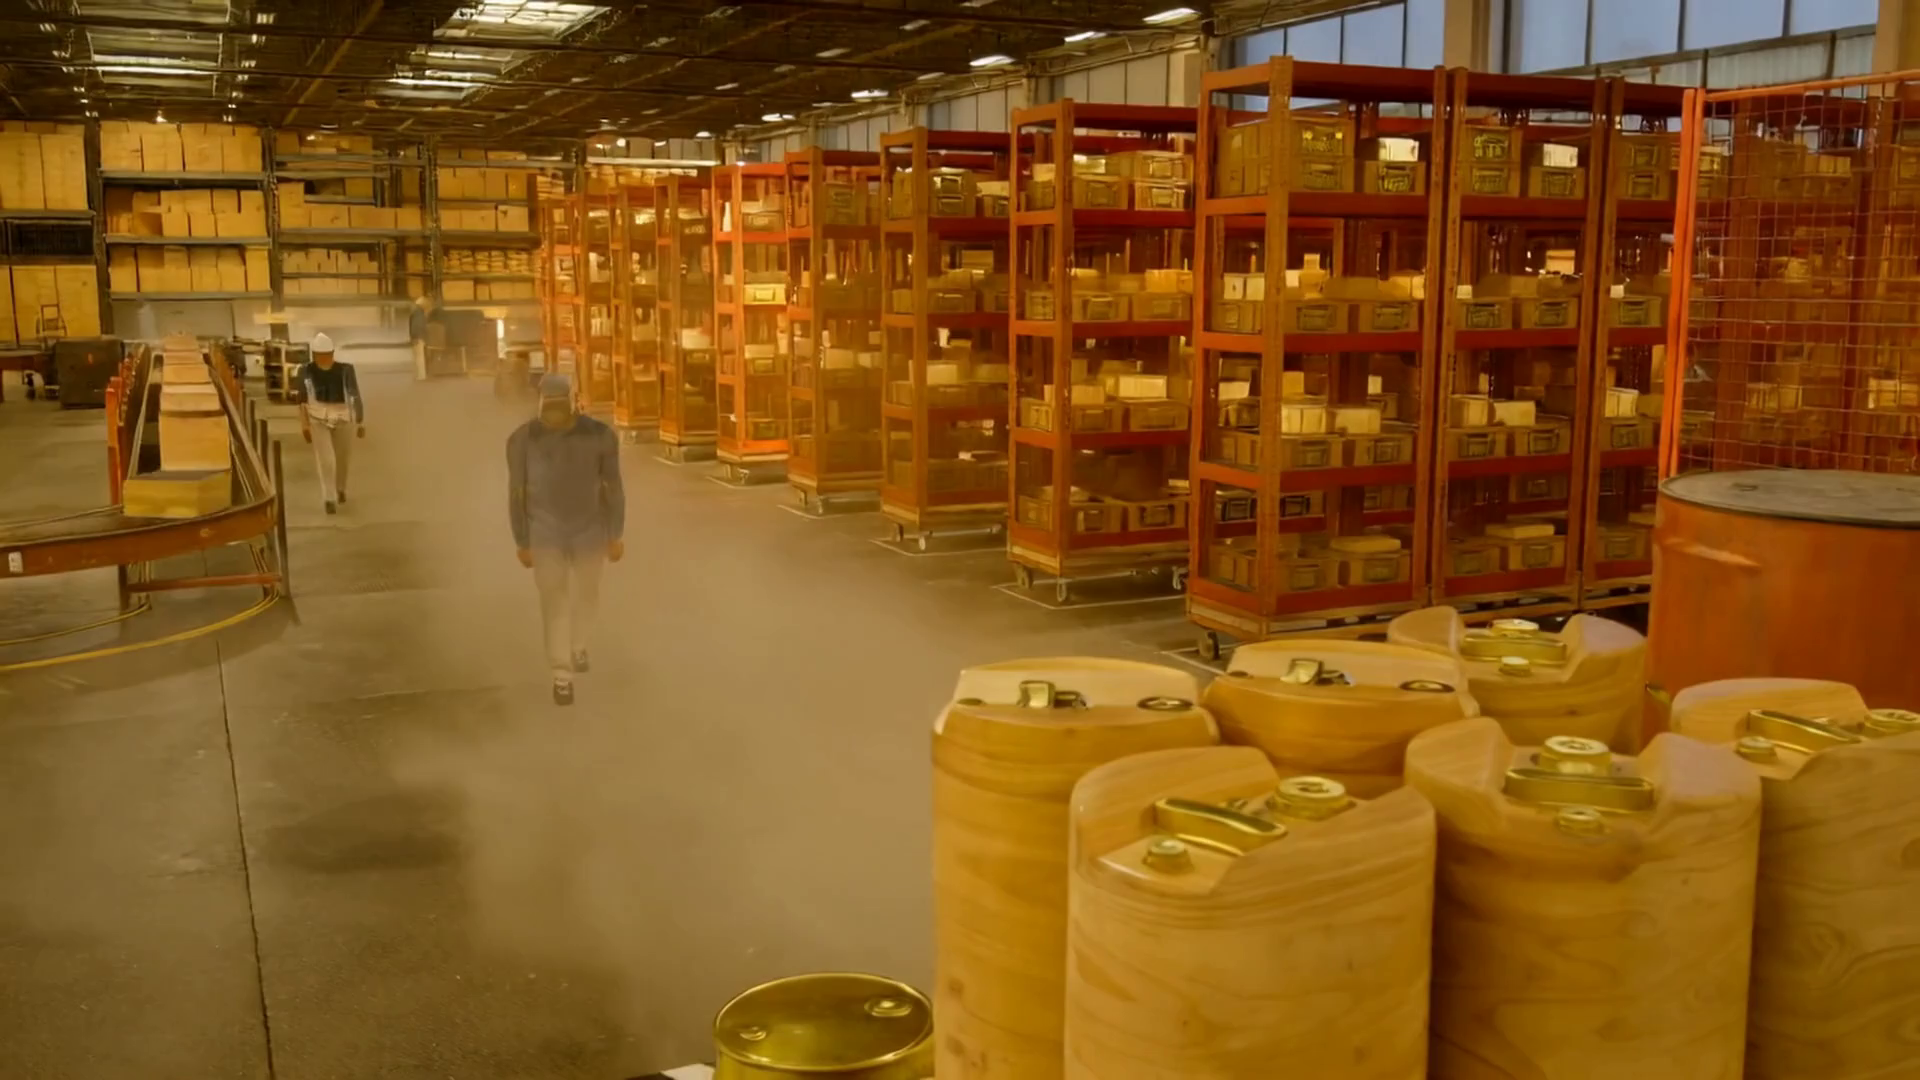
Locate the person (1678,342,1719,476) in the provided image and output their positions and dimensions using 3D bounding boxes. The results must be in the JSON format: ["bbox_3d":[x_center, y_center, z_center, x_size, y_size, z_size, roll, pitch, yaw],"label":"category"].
[{"bbox_3d":[6.652,-0.941,15.180,0.405,1.834,0.582,4,10,23],"label":"person"}]

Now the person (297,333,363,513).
[{"bbox_3d":[-6.405,-1.208,16.924,0.595,1.806,0.805,-4,10,-25],"label":"person"}]

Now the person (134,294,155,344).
[{"bbox_3d":[-18.319,-4.592,37.560,0.727,1.920,0.638,-1,9,-5],"label":"person"}]

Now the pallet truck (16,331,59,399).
[{"bbox_3d":[-17.082,-3.353,31.781,1.630,1.274,0.653,-4,10,-25],"label":"pallet truck"}]

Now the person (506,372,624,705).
[{"bbox_3d":[-2.287,-0.059,9.659,0.633,1.858,1.023,-3,10,-20],"label":"person"}]

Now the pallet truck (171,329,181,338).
[{"bbox_3d":[-17.275,-3.851,35.096,1.601,1.201,0.680,0,9,1],"label":"pallet truck"}]

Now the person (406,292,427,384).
[{"bbox_3d":[-11.745,-4.369,35.962,0.390,1.986,0.609,-2,9,-10],"label":"person"}]
